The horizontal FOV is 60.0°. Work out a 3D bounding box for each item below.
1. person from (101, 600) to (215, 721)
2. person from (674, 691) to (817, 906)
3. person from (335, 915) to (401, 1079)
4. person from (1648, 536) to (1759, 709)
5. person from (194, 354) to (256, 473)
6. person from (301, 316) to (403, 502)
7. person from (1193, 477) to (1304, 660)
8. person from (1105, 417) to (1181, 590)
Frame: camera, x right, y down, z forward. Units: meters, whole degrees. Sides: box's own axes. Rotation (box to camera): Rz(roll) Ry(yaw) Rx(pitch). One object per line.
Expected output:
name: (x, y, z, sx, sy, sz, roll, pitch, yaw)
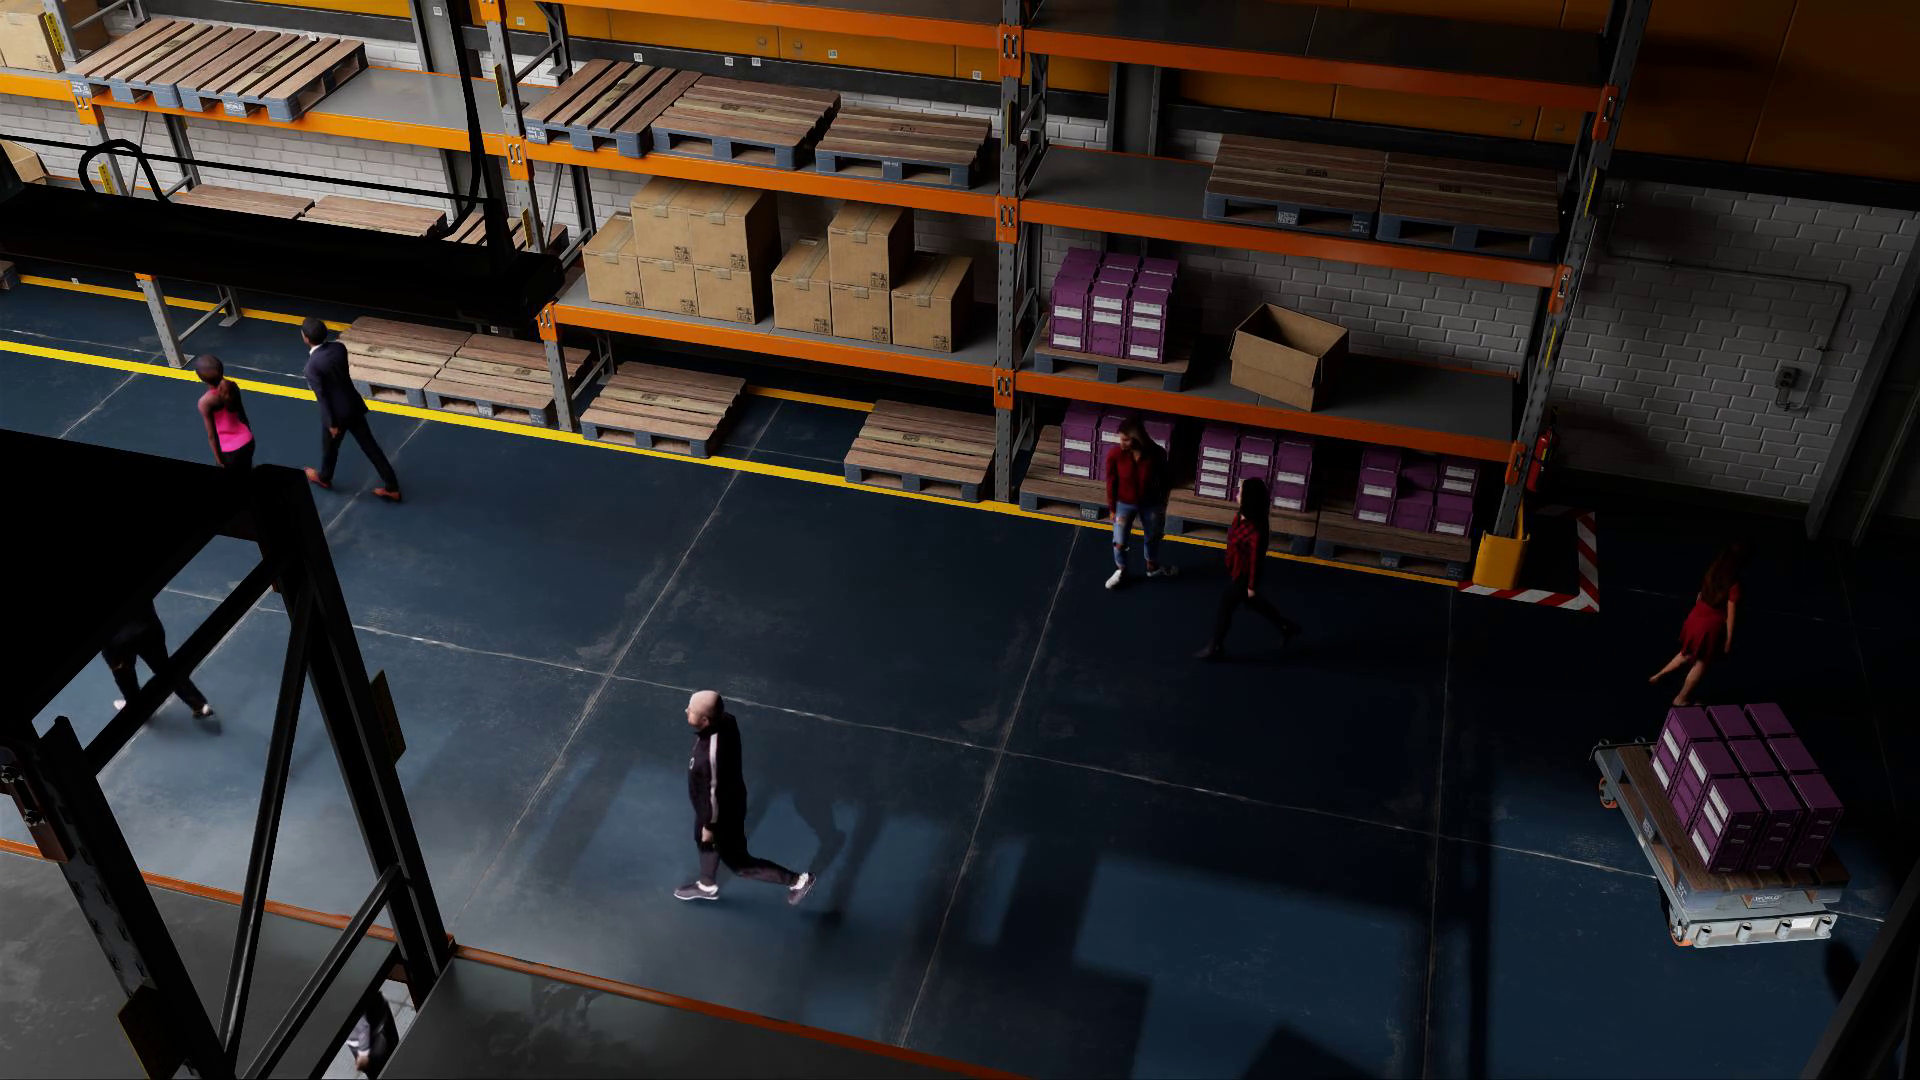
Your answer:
person: (-5.646, 0.694, 11.461, 1.106, 1.586, 0.777, 18, 42, 21)
person: (-1.347, 1.632, 10.107, 1.241, 1.810, 0.949, -4, 39, -5)
person: (-3.171, 2.608, 8.909, 0.667, 1.779, 0.655, -11, 40, -13)
person: (5.176, 0.602, 11.612, 0.821, 1.542, 0.697, -5, 39, -6)
person: (-5.654, -0.695, 13.101, 0.952, 1.709, 0.656, 17, 42, 20)
person: (-4.938, -0.998, 13.511, 1.147, 1.672, 0.764, 14, 41, 17)
person: (2.149, 0.233, 12.004, 1.100, 1.628, 0.797, -1, 39, -1)
person: (1.396, -0.301, 12.682, 0.623, 1.617, 0.907, -9, 39, -11)
